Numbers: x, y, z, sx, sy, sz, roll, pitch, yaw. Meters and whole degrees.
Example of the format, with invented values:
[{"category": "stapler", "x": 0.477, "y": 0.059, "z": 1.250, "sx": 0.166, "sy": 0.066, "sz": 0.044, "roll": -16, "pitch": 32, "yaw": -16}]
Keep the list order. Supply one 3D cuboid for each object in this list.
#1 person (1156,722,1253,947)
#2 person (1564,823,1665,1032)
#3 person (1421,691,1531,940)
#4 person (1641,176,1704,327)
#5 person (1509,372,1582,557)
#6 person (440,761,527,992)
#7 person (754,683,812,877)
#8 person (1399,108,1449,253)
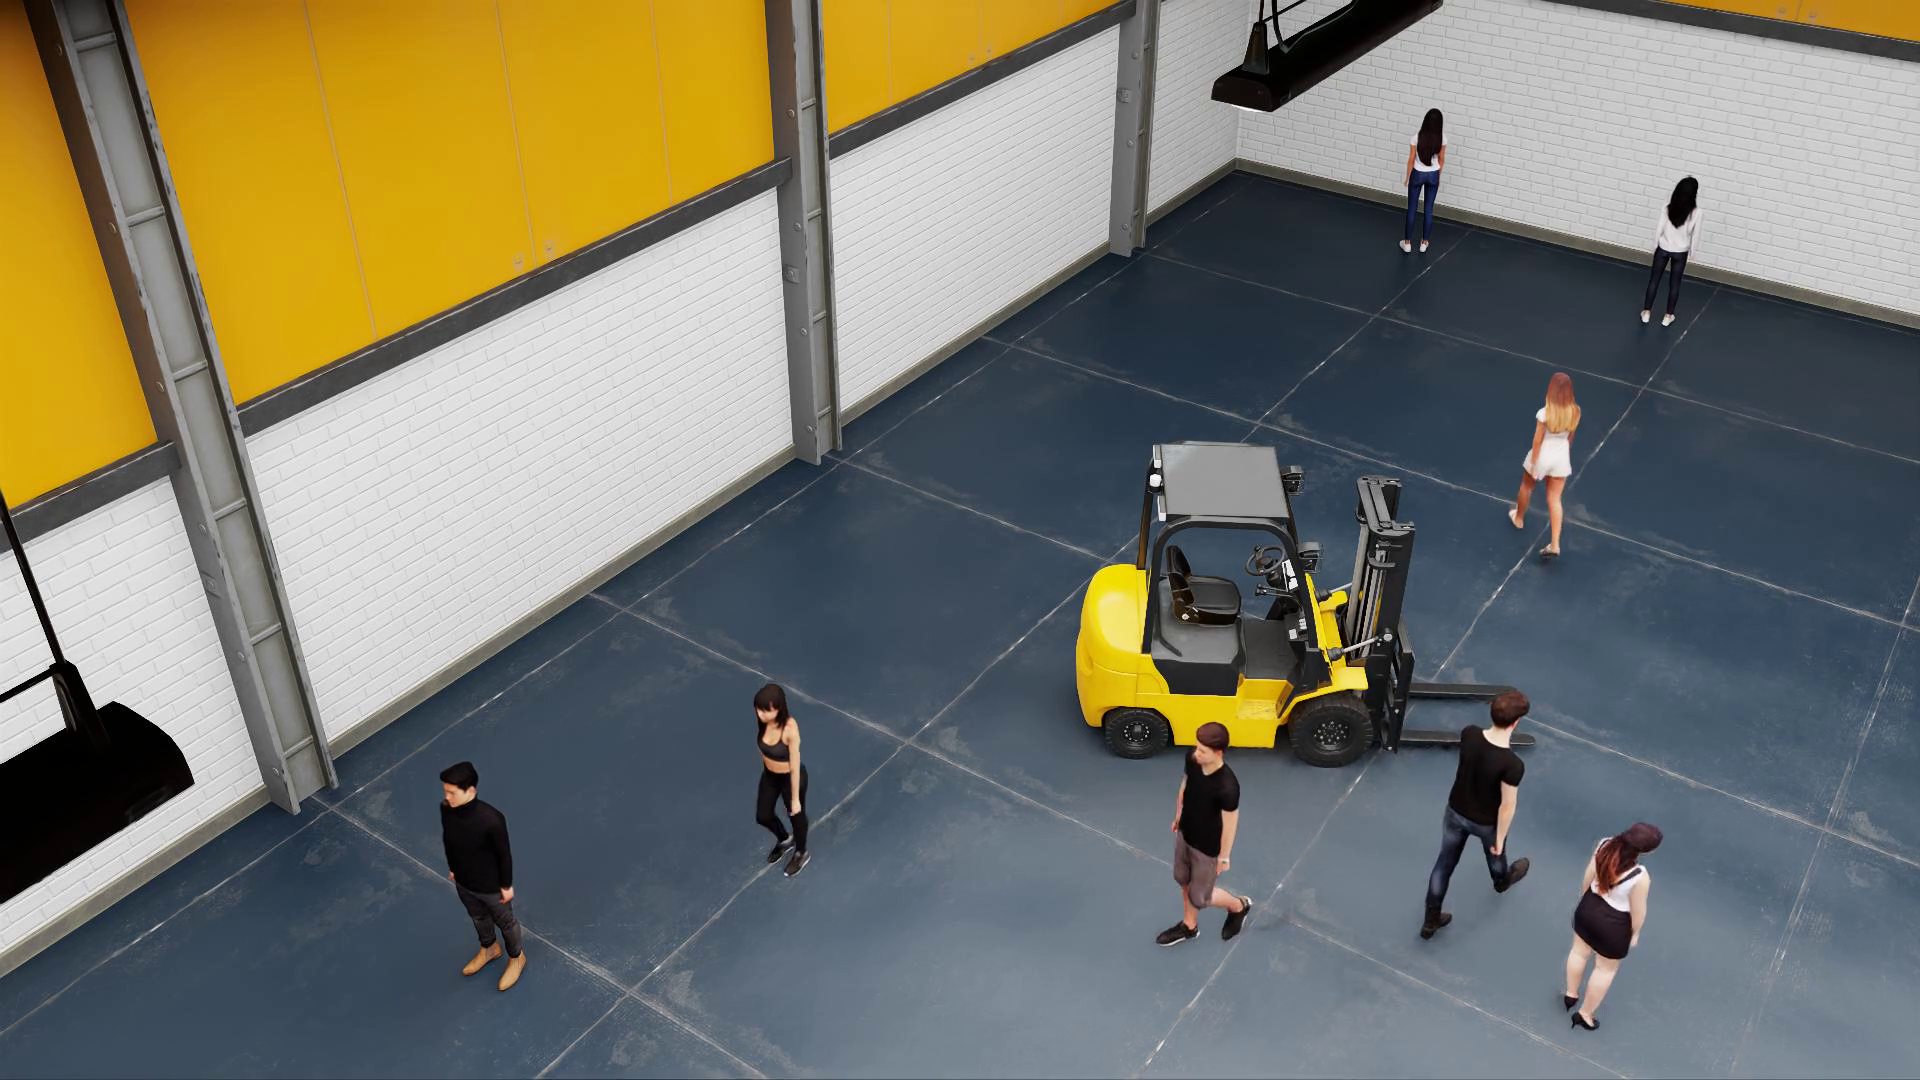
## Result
[{"category": "person", "x": 1.631, "y": 1.870, "z": 10.574, "sx": 1.008, "sy": 1.847, "sz": 0.907, "roll": -14, "pitch": 36, "yaw": -20}, {"category": "person", "x": 3.924, "y": 2.294, "z": 10.124, "sx": 0.648, "sy": 1.639, "sz": 0.660, "roll": 25, "pitch": 41, "yaw": 33}, {"category": "person", "x": 3.238, "y": 1.806, "z": 10.672, "sx": 1.256, "sy": 1.845, "sz": 0.834, "roll": -26, "pitch": 42, "yaw": -34}, {"category": "person", "x": 7.845, "y": -3.191, "z": 18.320, "sx": 0.641, "sy": 1.700, "sz": 0.583, "roll": 16, "pitch": 37, "yaw": 22}, {"category": "person", "x": 5.173, "y": -0.634, "z": 14.510, "sx": 1.024, "sy": 1.661, "sz": 1.156, "roll": -2, "pitch": 34, "yaw": -3}, {"category": "person", "x": -2.994, "y": 2.072, "z": 10.383, "sx": 0.679, "sy": 1.723, "sz": 0.575, "roll": 16, "pitch": 37, "yaw": 22}, {"category": "person", "x": -1.126, "y": 1.571, "z": 11.219, "sx": 0.567, "sy": 1.631, "sz": 0.558, "roll": 19, "pitch": 38, "yaw": 27}, {"category": "person", "x": 5.569, "y": -4.315, "z": 19.947, "sx": 0.671, "sy": 1.772, "sz": 0.683, "roll": 3, "pitch": 34, "yaw": 4}]
